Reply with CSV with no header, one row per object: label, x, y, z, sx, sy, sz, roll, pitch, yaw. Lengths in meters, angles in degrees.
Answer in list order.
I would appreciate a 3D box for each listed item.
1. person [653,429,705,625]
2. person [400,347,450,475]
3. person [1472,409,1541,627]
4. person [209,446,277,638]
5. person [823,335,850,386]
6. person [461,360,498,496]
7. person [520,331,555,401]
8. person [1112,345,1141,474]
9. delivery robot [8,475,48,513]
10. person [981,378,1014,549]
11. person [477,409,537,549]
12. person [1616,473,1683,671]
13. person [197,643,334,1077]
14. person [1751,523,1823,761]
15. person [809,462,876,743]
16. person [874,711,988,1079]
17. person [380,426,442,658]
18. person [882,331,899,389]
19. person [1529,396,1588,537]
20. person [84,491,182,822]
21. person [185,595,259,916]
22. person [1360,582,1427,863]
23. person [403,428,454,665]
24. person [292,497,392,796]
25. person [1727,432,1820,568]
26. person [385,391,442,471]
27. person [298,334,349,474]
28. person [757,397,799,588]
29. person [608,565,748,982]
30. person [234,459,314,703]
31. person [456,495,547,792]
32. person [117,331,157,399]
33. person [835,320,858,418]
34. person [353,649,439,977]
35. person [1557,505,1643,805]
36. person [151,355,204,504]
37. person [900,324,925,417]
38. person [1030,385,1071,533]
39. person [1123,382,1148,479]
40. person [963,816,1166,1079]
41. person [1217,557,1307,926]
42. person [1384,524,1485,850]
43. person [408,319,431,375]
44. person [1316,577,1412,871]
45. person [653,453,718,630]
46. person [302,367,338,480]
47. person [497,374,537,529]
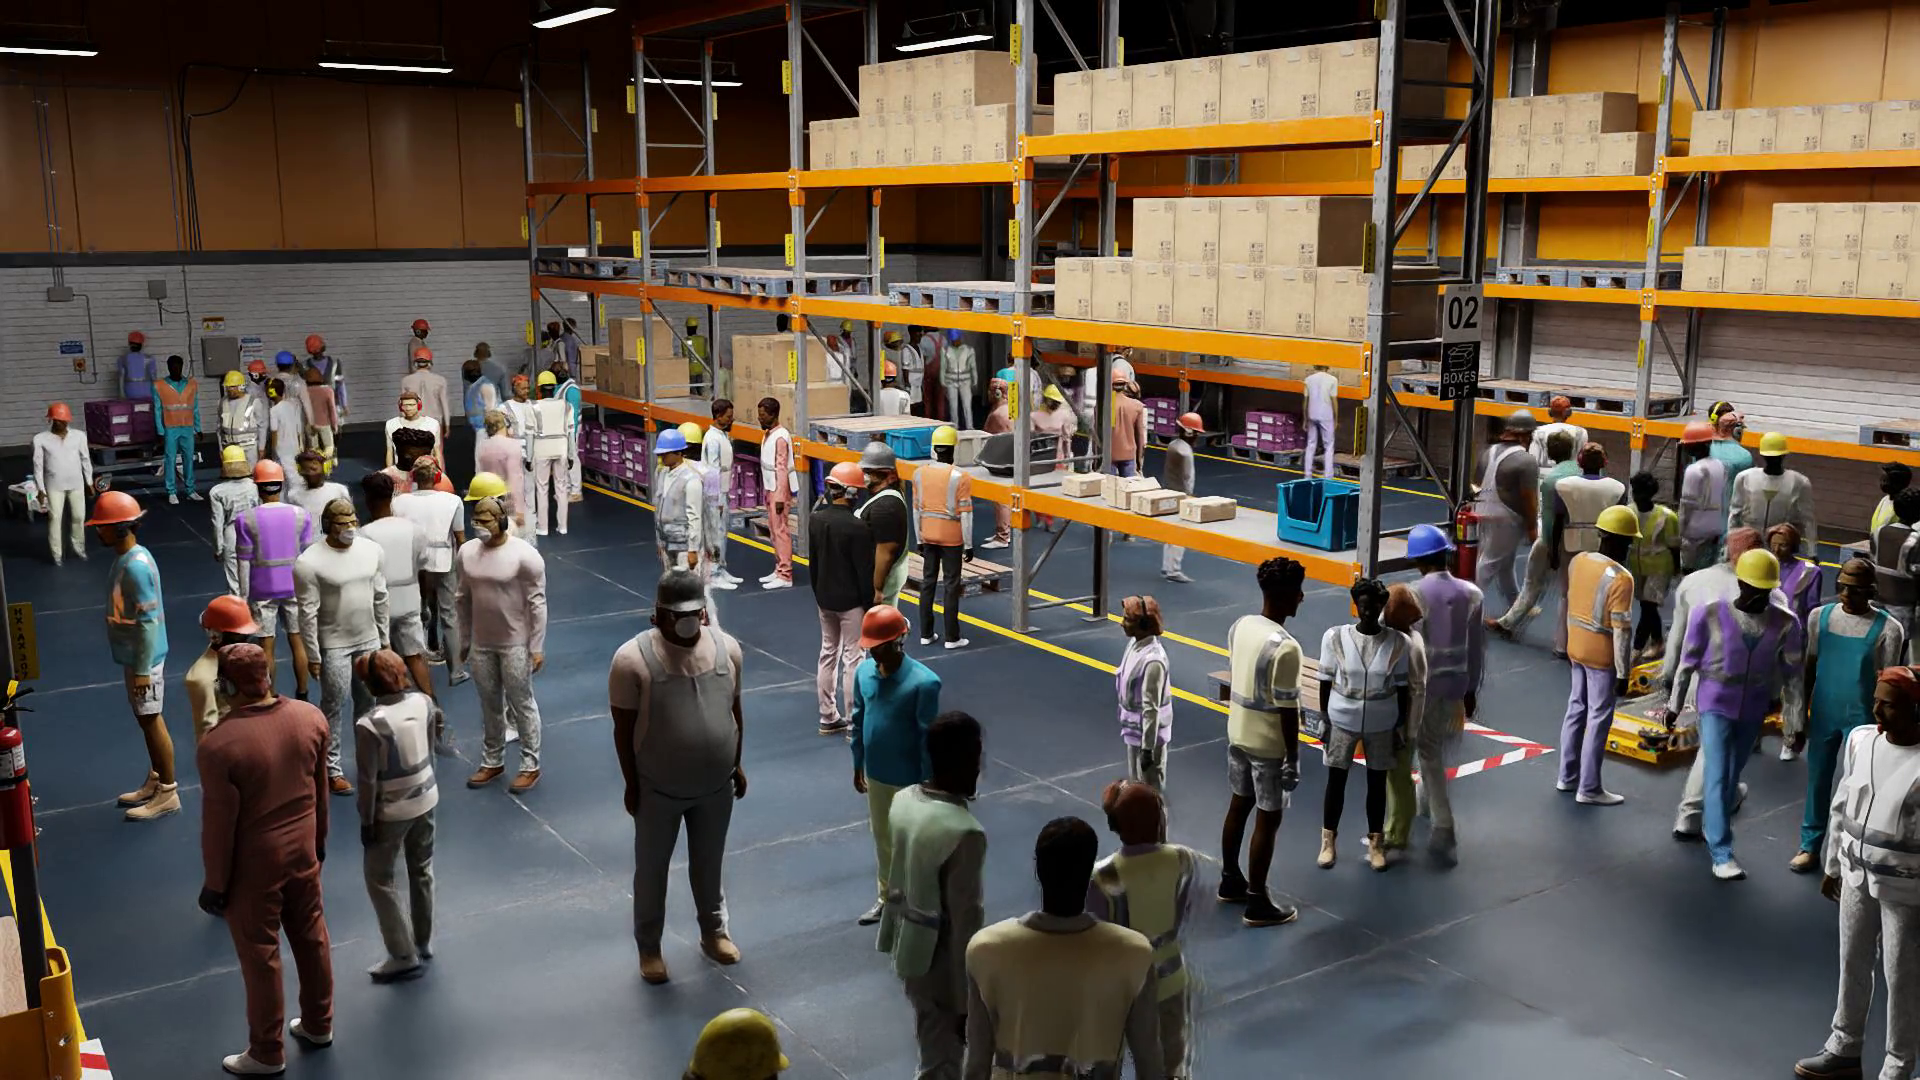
person,-2.364,0.025,13.996,0.413,1.939,0.605,-8,14,-37
person,-7.017,-1.532,21.843,0.627,1.985,0.409,-3,11,-14
person,4.898,-0.225,15.003,1.004,2.000,0.691,-2,11,-12
person,-6.207,0.050,14.382,0.484,1.735,0.311,-8,14,-35
person,-2.035,-2.359,26.486,0.557,1.822,0.947,-6,13,-30
person,-6.402,-1.479,22.059,0.711,1.806,0.650,-7,13,-32
person,-6.942,-2.527,27.389,0.572,1.803,0.834,1,11,7
person,2.347,-1.978,23.974,0.535,2.000,0.684,-3,11,-13
delivery robot,-11.278,-0.547,20.223,0.707,0.478,0.477,9,14,40
person,0.417,-0.859,18.583,0.409,1.913,0.642,2,11,9
person,-4.286,-0.283,15.715,0.739,1.877,0.377,10,15,42
person,5.644,0.243,13.663,0.841,1.630,0.545,-8,13,-34
person,-3.020,1.369,7.205,0.406,1.903,0.637,6,12,27
person,5.598,0.685,11.403,0.527,1.632,0.312,8,14,36
person,-0.808,0.436,11.755,0.608,1.989,0.387,10,15,43
person,-0.149,1.589,6.177,0.596,1.879,0.664,-5,12,-25
person,-4.650,0.009,14.032,0.385,1.957,0.603,7,13,34
person,-1.171,-2.708,28.496,0.354,1.736,0.573,0,11,1
person,6.077,-0.530,16.969,0.575,1.882,0.361,2,11,12
person,-5.082,0.709,10.216,0.390,2.041,0.614,-7,13,-31
person,-3.831,1.135,8.815,0.354,1.738,0.577,0,11,2
person,2.509,1.041,9.572,0.269,1.630,0.507,-1,11,-6
person,-4.411,0.049,13.790,0.608,1.965,0.365,10,15,42
person,-3.948,0.674,10.704,0.367,1.932,0.623,8,14,36
person,6.794,0.044,13.929,0.778,1.928,0.494,6,12,27
person,-5.852,-0.685,17.860,0.569,1.843,0.373,-3,11,-16
person,-9.176,-1.980,24.032,0.644,2.025,0.691,-5,12,-23
person,-1.827,-0.478,16.648,0.405,1.909,0.597,-4,12,-18
person,-1.328,1.121,8.115,0.675,2.000,0.537,-6,13,-30
person,-5.055,0.362,12.303,0.549,1.927,0.393,-8,13,-34
person,-2.954,0.664,10.717,0.635,1.937,0.352,4,12,19
person,-12.676,-2.258,25.688,0.550,1.936,0.373,-4,12,-19
person,-2.073,-3.089,30.222,0.403,1.822,0.588,9,14,39
person,-2.754,1.318,8.156,0.360,1.629,0.530,5,12,24
person,4.041,0.724,10.483,0.394,1.913,0.591,-3,11,-14
person,-10.124,-1.438,21.542,0.392,1.914,0.587,9,14,40
person,-0.765,-2.574,27.253,0.374,1.958,0.599,5,12,22
person,1.033,-0.960,19.562,0.551,1.727,0.524,-1,11,-3
person,2.166,-1.182,20.968,0.314,1.631,0.524,-8,14,-36
person,0.305,1.802,5.030,0.629,1.888,0.664,2,11,8
person,1.610,1.044,8.738,0.388,1.957,0.606,-4,12,-18
person,2.815,0.857,9.864,0.591,1.895,0.921,-4,12,-19
person,-9.008,-2.701,27.827,0.406,1.986,0.612,0,11,1
person,2.279,1.037,9.423,0.529,1.697,0.321,2,11,10
person,-2.350,0.082,14.259,0.510,1.710,0.616,-9,14,-37
person,-8.896,-1.586,23.027,0.513,1.618,0.447,-2,11,-11
person,-5.089,-0.988,19.326,0.351,1.880,0.576,8,14,36
